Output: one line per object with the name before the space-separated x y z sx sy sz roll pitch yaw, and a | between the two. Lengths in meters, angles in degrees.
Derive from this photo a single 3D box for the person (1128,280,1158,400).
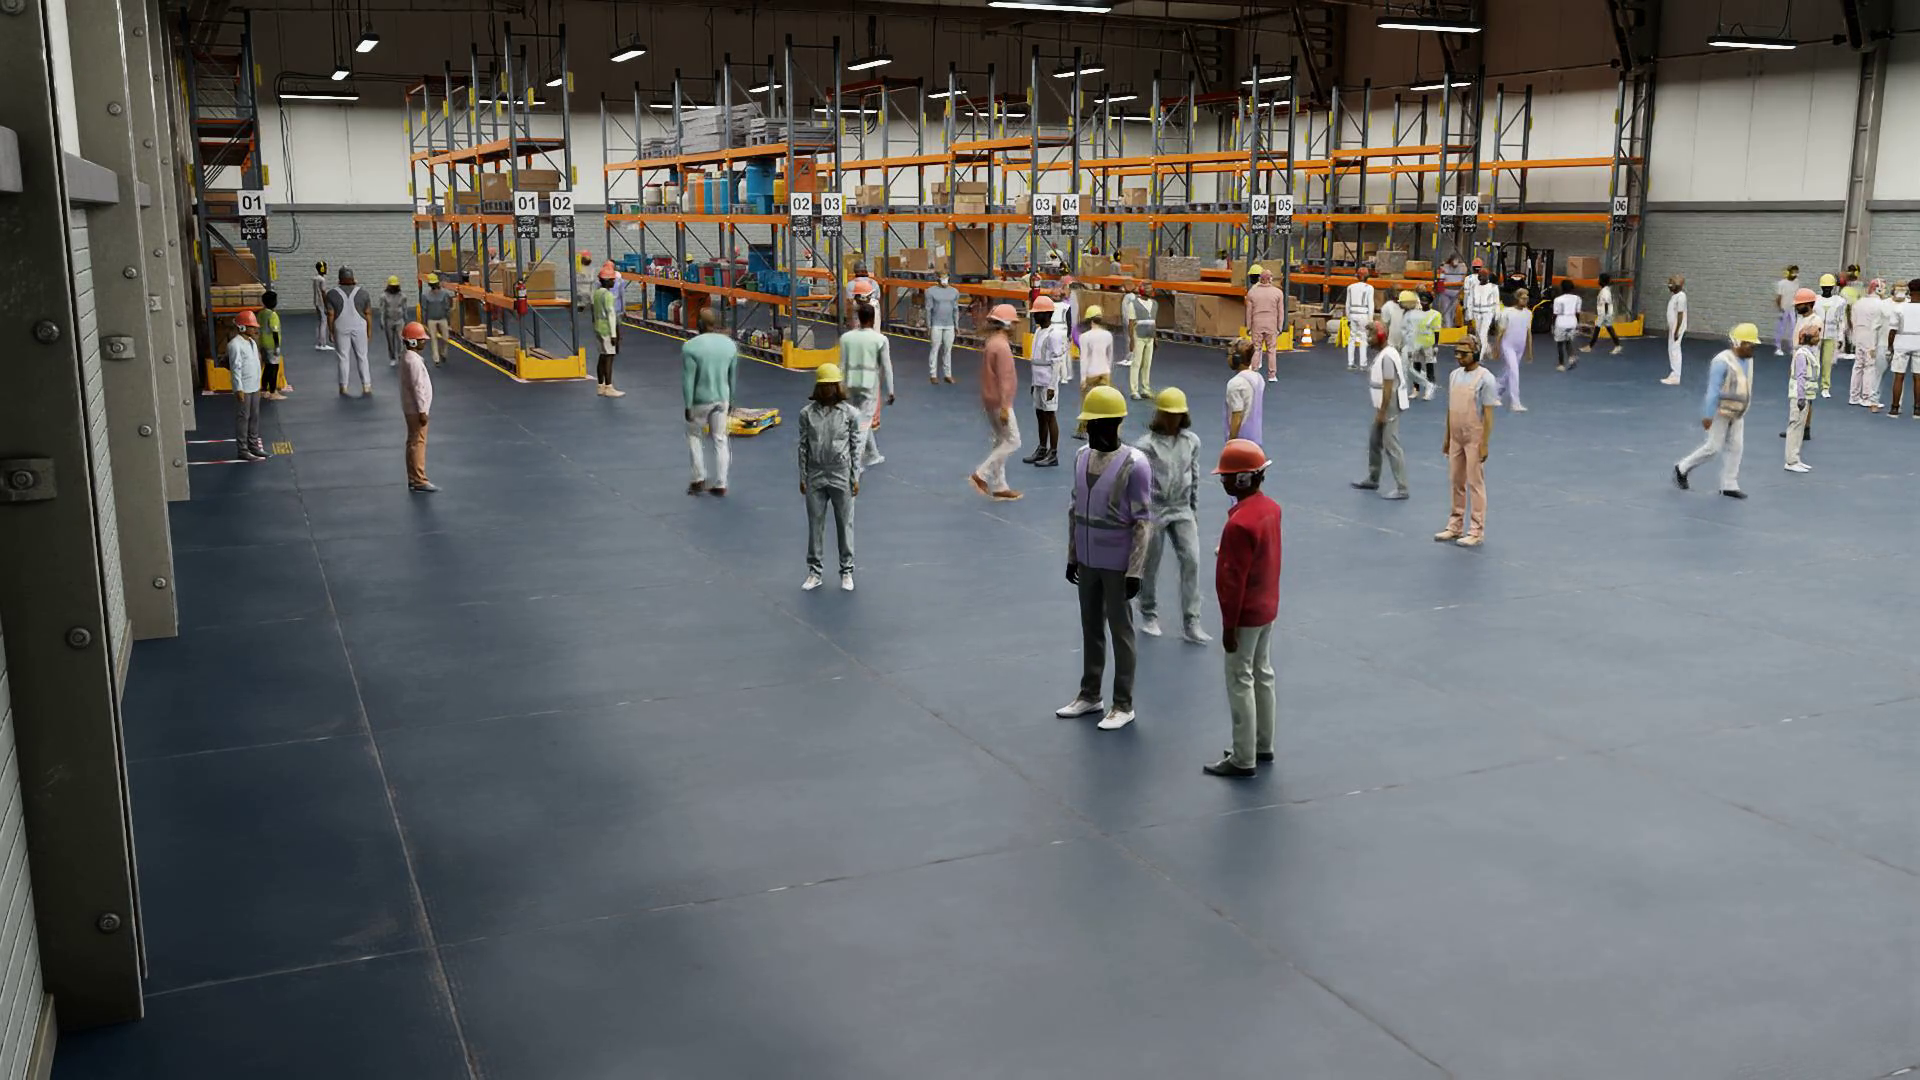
person | 2.825 -3.095 25.741 0.570 1.849 0.380 -9 14 -38

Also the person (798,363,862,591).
person | -0.999 -0.478 12.712 0.491 1.746 0.285 1 11 6

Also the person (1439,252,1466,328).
person | 11.568 -5.825 39.136 0.686 2.000 1.124 -1 11 -6

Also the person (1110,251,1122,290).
person | 4.192 -6.815 44.633 0.316 1.859 0.510 -4 12 -21

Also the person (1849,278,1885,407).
person | 13.584 -2.936 24.793 0.409 1.907 0.651 -1 11 -6

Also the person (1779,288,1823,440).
person | 10.714 -2.231 21.179 0.390 1.925 0.545 1 11 4

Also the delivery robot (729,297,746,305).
delivery robot | -6.748 -7.204 49.693 0.707 0.478 0.477 -2 11 -11

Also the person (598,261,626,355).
person | -7.065 -4.689 33.764 0.564 1.912 0.829 -3 12 -17

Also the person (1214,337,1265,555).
person | 2.361 -0.774 13.963 0.326 1.843 0.515 8 14 35

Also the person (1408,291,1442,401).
person | 7.163 -2.997 25.661 0.319 1.694 0.533 -10 15 -42

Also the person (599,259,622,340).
person | -7.937 -5.462 37.785 0.564 1.846 0.390 -10 15 -42

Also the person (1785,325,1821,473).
person | 9.429 -1.585 18.609 0.309 1.641 0.514 7 13 33

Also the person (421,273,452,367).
person | -9.784 -4.100 31.082 0.559 1.751 0.367 -5 12 -22

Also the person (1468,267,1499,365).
person | 10.069 -4.294 31.869 0.593 1.855 0.829 10 15 41

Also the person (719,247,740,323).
person | -6.071 -6.743 43.974 0.409 1.983 0.675 10 15 42

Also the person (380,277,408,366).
person | -10.615 -4.092 31.193 0.501 1.702 0.897 -4 12 -21

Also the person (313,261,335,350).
person | -13.473 -4.940 35.119 0.330 1.859 0.511 -10 15 -40

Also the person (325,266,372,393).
person | -9.797 -3.378 26.696 0.690 2.000 0.538 -5 12 -23

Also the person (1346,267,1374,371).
person | 7.344 -4.054 30.541 0.358 1.882 0.574 -9 15 -40

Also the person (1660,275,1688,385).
person | 12.034 -3.530 27.989 0.345 1.840 0.508 2 11 12

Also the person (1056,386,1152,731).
person | 0.809 0.097 9.326 0.367 1.927 0.587 -9 14 -39

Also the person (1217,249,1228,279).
person | 7.609 -7.495 48.109 0.494 1.852 0.378 -10 15 -43

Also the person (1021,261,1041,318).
person | 1.662 -5.710 39.341 0.555 1.735 0.381 -7 13 -32

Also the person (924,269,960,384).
person | -0.295 -3.610 28.136 0.627 1.940 0.373 -5 12 -23

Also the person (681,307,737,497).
person | -2.595 -1.406 16.978 0.640 1.921 0.645 -8 14 -35

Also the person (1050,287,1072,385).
person | 1.622 -3.431 27.996 0.525 1.637 0.307 1 11 6

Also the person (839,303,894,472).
person | -1.068 -1.723 18.731 0.609 1.877 0.999 5 12 24

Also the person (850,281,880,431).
person | -1.250 -2.445 22.114 0.400 1.986 0.606 2 11 12

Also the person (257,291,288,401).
person | -10.609 -2.983 25.595 0.539 1.688 0.320 10 15 41

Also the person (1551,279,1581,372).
person | 10.972 -3.892 30.192 0.546 1.683 0.368 -2 11 -10

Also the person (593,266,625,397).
person | -5.529 -3.266 26.122 0.397 2.043 0.609 -7 13 -33

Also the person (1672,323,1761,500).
person | 7.685 -1.314 16.850 0.609 1.800 0.723 -7 13 -32

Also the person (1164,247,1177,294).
person | 6.461 -8.090 51.186 0.429 1.837 0.628 -11 16 -44

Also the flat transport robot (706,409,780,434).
flat transport robot | -2.872 -1.593 22.136 0.652 0.197 1.431 1 11 7

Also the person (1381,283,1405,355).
person | 6.696 -3.051 25.647 0.555 1.801 0.529 -4 12 -21
